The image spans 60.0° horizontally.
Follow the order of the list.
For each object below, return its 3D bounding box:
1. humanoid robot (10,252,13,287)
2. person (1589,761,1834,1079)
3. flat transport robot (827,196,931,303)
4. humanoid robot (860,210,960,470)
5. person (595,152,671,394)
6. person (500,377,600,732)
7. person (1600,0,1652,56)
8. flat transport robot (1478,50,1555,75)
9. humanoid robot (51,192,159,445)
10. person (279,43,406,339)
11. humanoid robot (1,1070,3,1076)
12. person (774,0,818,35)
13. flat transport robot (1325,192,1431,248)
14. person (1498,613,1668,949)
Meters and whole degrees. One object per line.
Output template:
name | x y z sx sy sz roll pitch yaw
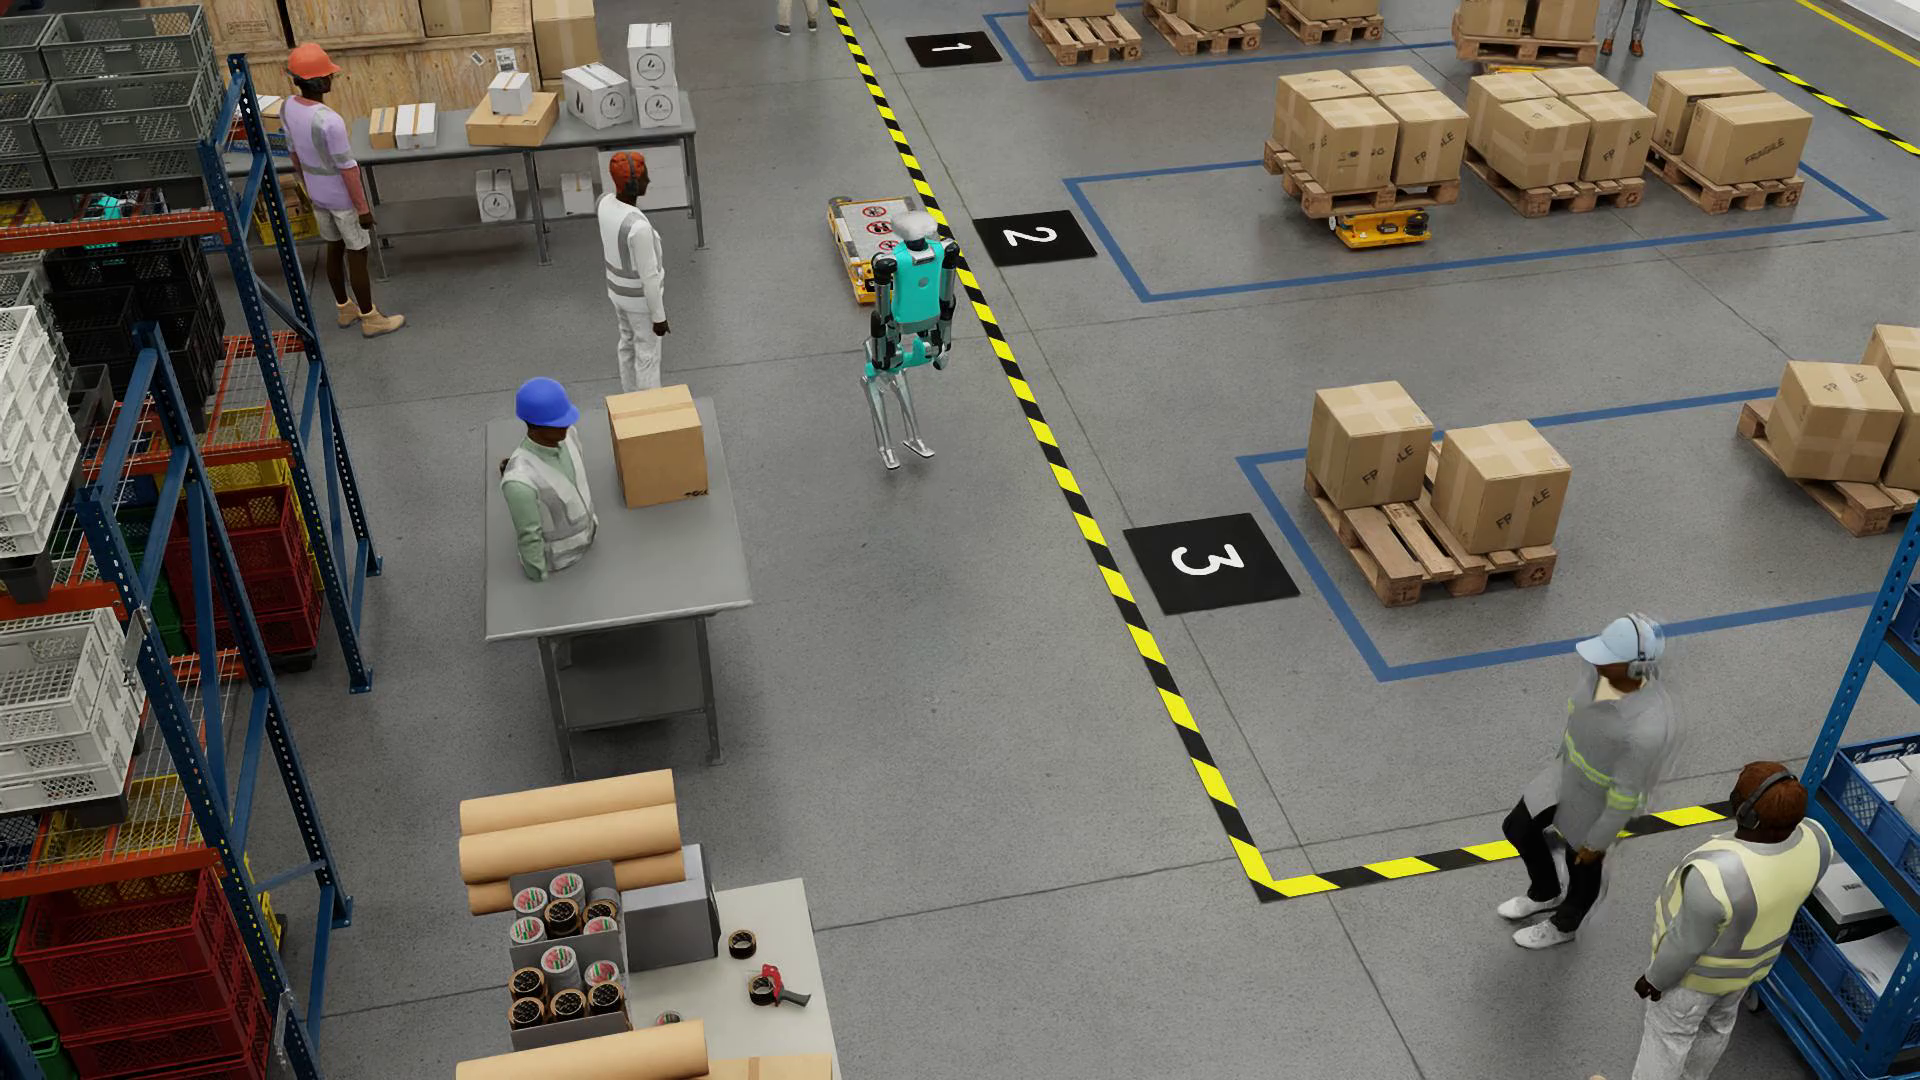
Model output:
humanoid robot | -5.501 -0.736 9.348 0.943 1.805 0.552 -6 37 -8
person | 2.776 1.526 6.186 0.624 1.843 0.429 -18 40 -22
flat transport robot | -0.570 -2.220 12.538 0.659 0.231 1.431 -8 37 -10
humanoid robot | -0.369 -1.244 9.887 0.533 1.673 0.735 -18 40 -22
person | -1.973 -1.486 10.202 0.341 1.882 0.576 -24 43 -28
person | -1.926 0.055 8.074 0.403 1.946 0.607 7 37 10
person | 6.434 -5.479 15.566 0.585 1.884 0.387 7 37 10
flat transport robot | 5.229 -4.482 15.555 0.652 0.197 1.431 5 37 6
humanoid robot | -5.081 -1.316 10.005 0.530 1.694 0.737 -5 37 -6
person | -4.186 -2.341 11.215 0.614 2.041 0.381 24 43 29
humanoid robot | -3.087 2.157 5.529 0.777 1.647 0.585 -19 41 -23
person | -1.632 -5.780 16.069 0.563 1.763 0.403 -13 39 -17
flat transport robot | 3.134 -2.740 13.213 0.652 0.197 1.431 -8 37 -10
person | 2.541 1.035 6.845 0.462 1.836 0.620 -5 37 -6
